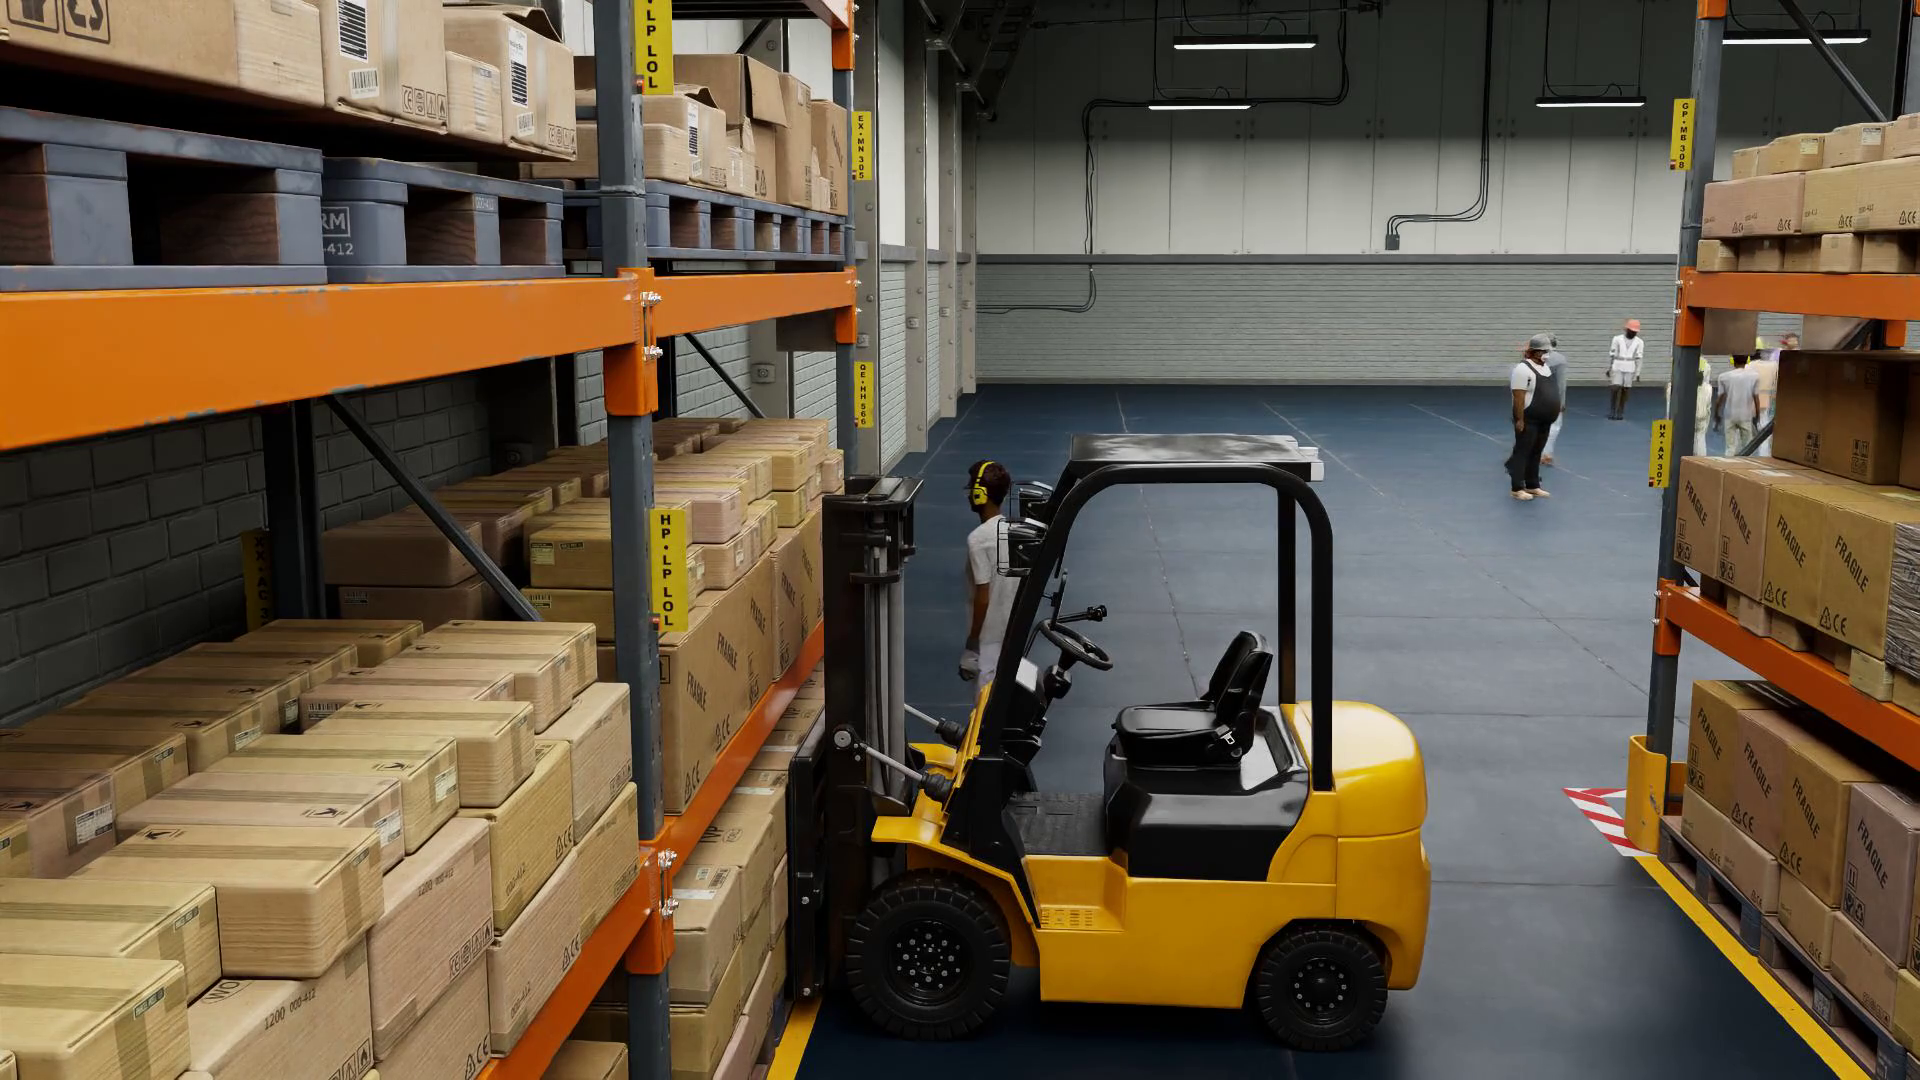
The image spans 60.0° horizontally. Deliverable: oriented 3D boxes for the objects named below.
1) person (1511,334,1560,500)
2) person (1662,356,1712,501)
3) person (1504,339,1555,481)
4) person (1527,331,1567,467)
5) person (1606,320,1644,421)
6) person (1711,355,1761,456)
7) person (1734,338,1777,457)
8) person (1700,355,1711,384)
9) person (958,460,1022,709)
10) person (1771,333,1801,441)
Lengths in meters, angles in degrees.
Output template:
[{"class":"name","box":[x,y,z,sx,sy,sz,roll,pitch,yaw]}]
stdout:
[{"class":"person","box":[7.085,-1.513,20.411,0.684,2.000,0.535,-7,12,-38]},{"class":"person","box":[8.692,-1.280,19.769,0.614,1.789,0.897,-1,9,-5]},{"class":"person","box":[7.611,-1.723,22.054,0.545,1.915,0.484,-8,12,-39]},{"class":"person","box":[8.380,-2.019,23.791,0.394,1.935,0.653,-7,12,-37]},{"class":"person","box":[12.289,-3.136,30.754,0.579,1.872,0.684,2,10,13]},{"class":"person","box":[9.762,-1.504,20.904,0.570,1.854,0.535,4,10,25]},{"class":"person","box":[10.884,-1.837,22.880,0.596,1.873,0.998,0,9,1]},{"class":"person","box":[9.879,-1.781,22.546,0.519,1.874,0.329,0,9,0]},{"class":"person","box":[0.148,0.516,8.632,0.313,1.869,0.538,5,11,28]},{"class":"person","box":[13.264,-2.415,26.629,0.574,1.785,1.029,2,10,11]}]
